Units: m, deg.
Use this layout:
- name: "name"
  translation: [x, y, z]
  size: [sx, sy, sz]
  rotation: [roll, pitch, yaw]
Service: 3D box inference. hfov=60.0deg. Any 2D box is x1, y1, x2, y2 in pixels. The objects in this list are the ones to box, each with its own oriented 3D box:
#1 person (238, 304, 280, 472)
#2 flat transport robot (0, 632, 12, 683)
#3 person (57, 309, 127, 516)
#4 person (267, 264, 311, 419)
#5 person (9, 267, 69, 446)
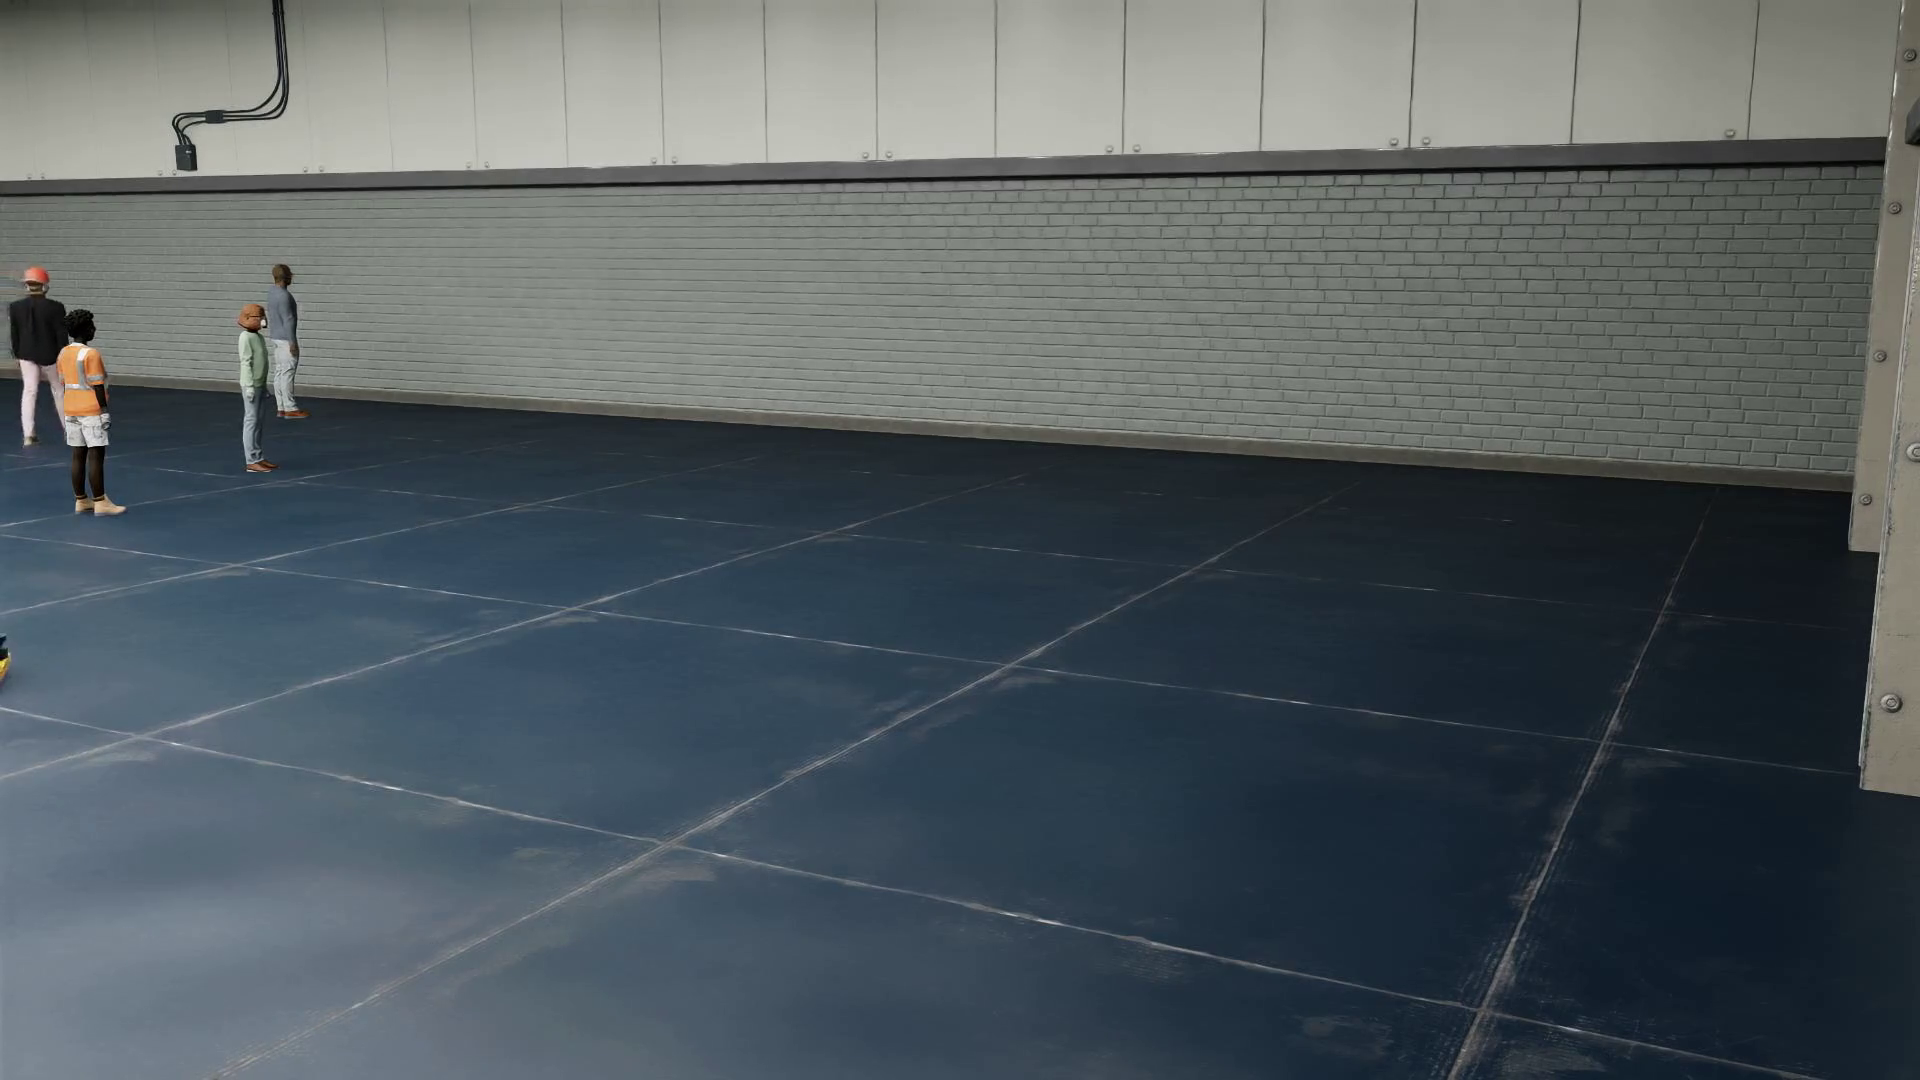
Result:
- name: "person"
  translation: [-6.877, -1.487, 16.263]
  size: [0.284, 1.633, 0.501]
  rotation: [-1, 10, -5]
- name: "flat transport robot"
  translation: [-5.558, 0.667, 8.235]
  size: [1.431, 0.197, 0.652]
  rotation: [-4, 11, -23]
- name: "person"
  translation: [-7.164, -1.041, 13.663]
  size: [0.535, 1.697, 0.318]
  rotation: [6, 12, 31]
- name: "person"
  translation: [-8.483, -2.497, 20.938]
  size: [0.364, 1.939, 0.636]
  rotation: [-8, 13, -37]
- name: "person"
  translation: [-10.137, -2.027, 18.380]
  size: [0.659, 1.942, 1.029]
  rotation: [-1, 10, -6]
